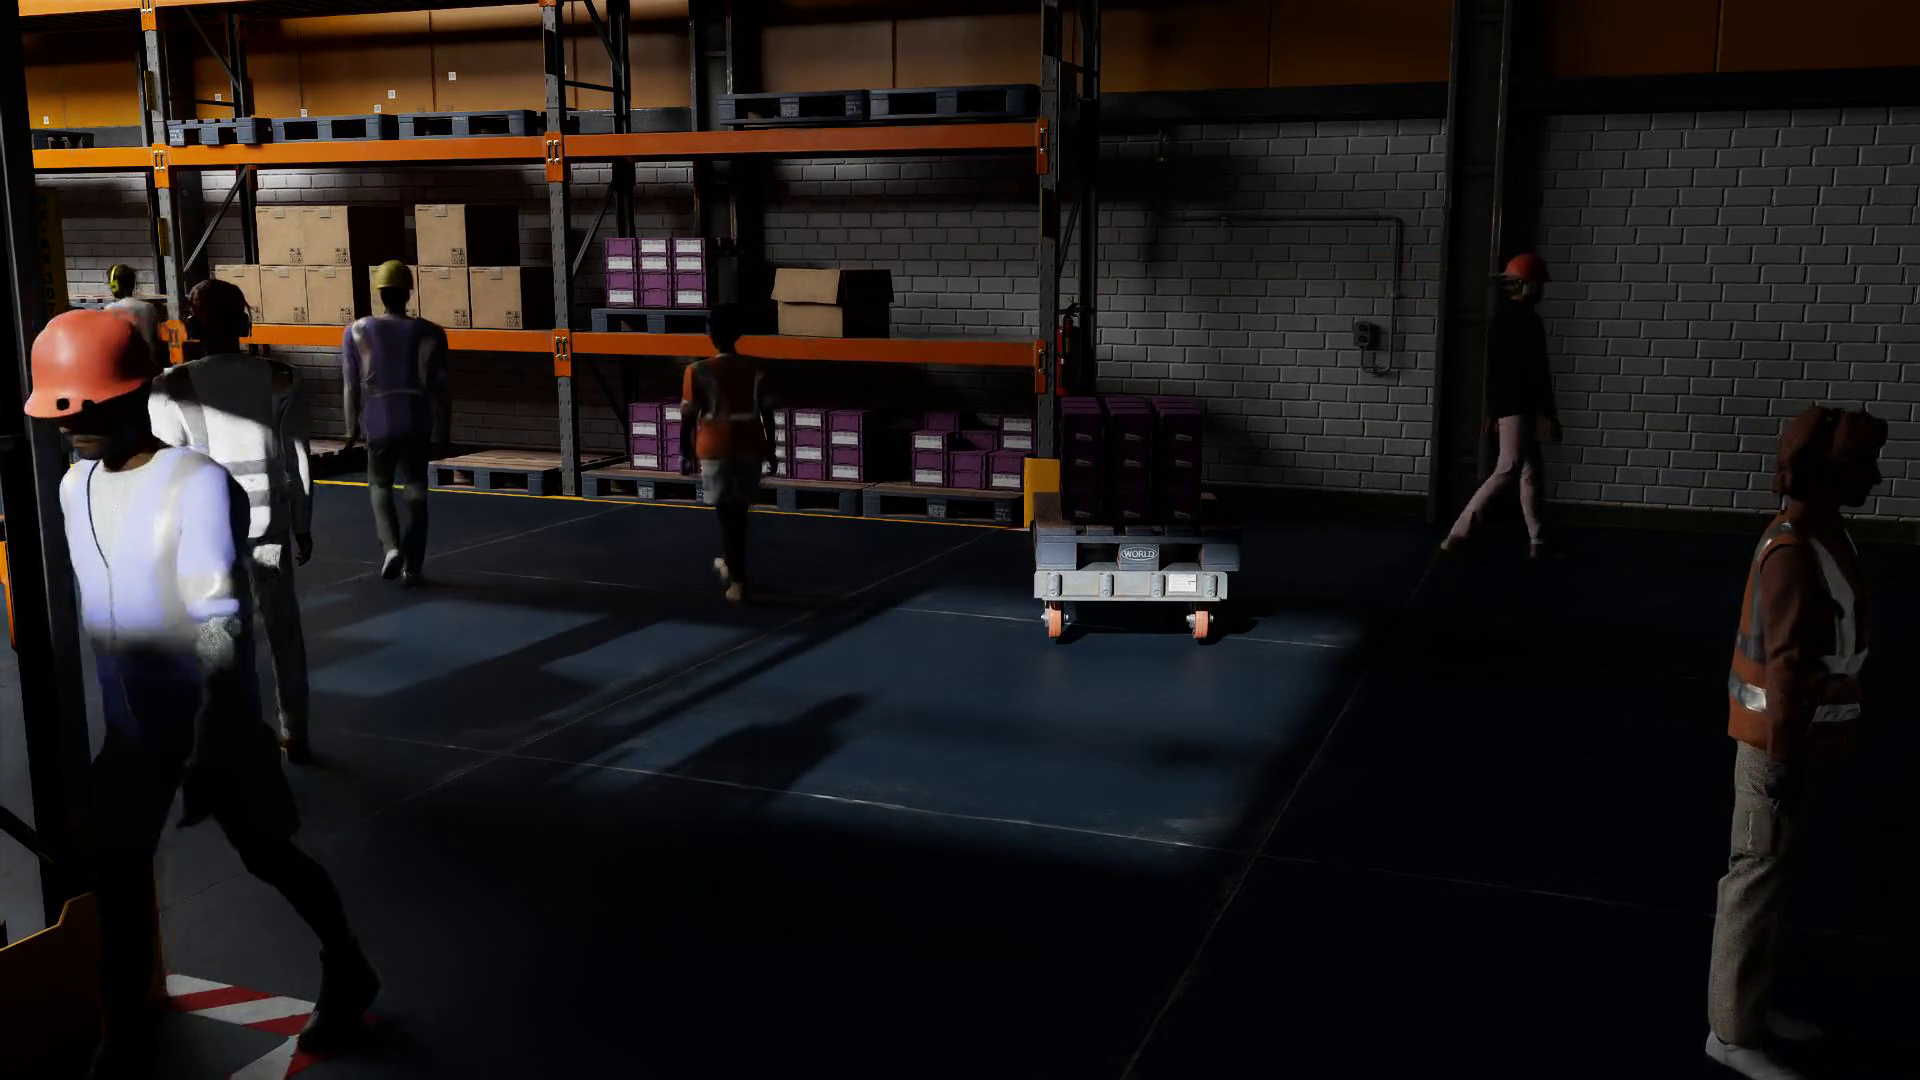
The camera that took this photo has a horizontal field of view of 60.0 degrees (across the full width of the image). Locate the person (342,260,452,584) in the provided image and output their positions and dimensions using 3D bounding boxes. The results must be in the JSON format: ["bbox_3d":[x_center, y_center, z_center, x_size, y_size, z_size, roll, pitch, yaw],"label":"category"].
[{"bbox_3d":[-3.309,-0.683,9.811,0.619,1.911,0.415,-4,11,-20],"label":"person"}]

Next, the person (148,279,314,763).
[{"bbox_3d":[-2.753,-0.043,6.339,0.574,1.884,0.356,-8,13,-39],"label":"person"}]

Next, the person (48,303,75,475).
[{"bbox_3d":[-5.917,-0.892,10.617,0.605,2.045,0.380,-4,11,-20],"label":"person"}]

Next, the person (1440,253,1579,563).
[{"bbox_3d":[3.495,-0.821,10.471,0.938,1.959,0.624,0,10,0],"label":"person"}]

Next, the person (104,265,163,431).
[{"bbox_3d":[-6.815,-1.375,13.894,0.661,1.839,0.571,4,11,23],"label":"person"}]

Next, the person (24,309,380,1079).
[{"bbox_3d":[-1.789,0.397,3.905,0.575,1.887,0.932,4,11,20],"label":"person"}]

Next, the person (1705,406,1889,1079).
[{"bbox_3d":[2.024,0.492,4.044,0.310,1.636,0.523,7,12,33],"label":"person"}]

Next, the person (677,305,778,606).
[{"bbox_3d":[-1.356,-0.500,9.470,0.557,1.656,0.819,-6,12,-30],"label":"person"}]
